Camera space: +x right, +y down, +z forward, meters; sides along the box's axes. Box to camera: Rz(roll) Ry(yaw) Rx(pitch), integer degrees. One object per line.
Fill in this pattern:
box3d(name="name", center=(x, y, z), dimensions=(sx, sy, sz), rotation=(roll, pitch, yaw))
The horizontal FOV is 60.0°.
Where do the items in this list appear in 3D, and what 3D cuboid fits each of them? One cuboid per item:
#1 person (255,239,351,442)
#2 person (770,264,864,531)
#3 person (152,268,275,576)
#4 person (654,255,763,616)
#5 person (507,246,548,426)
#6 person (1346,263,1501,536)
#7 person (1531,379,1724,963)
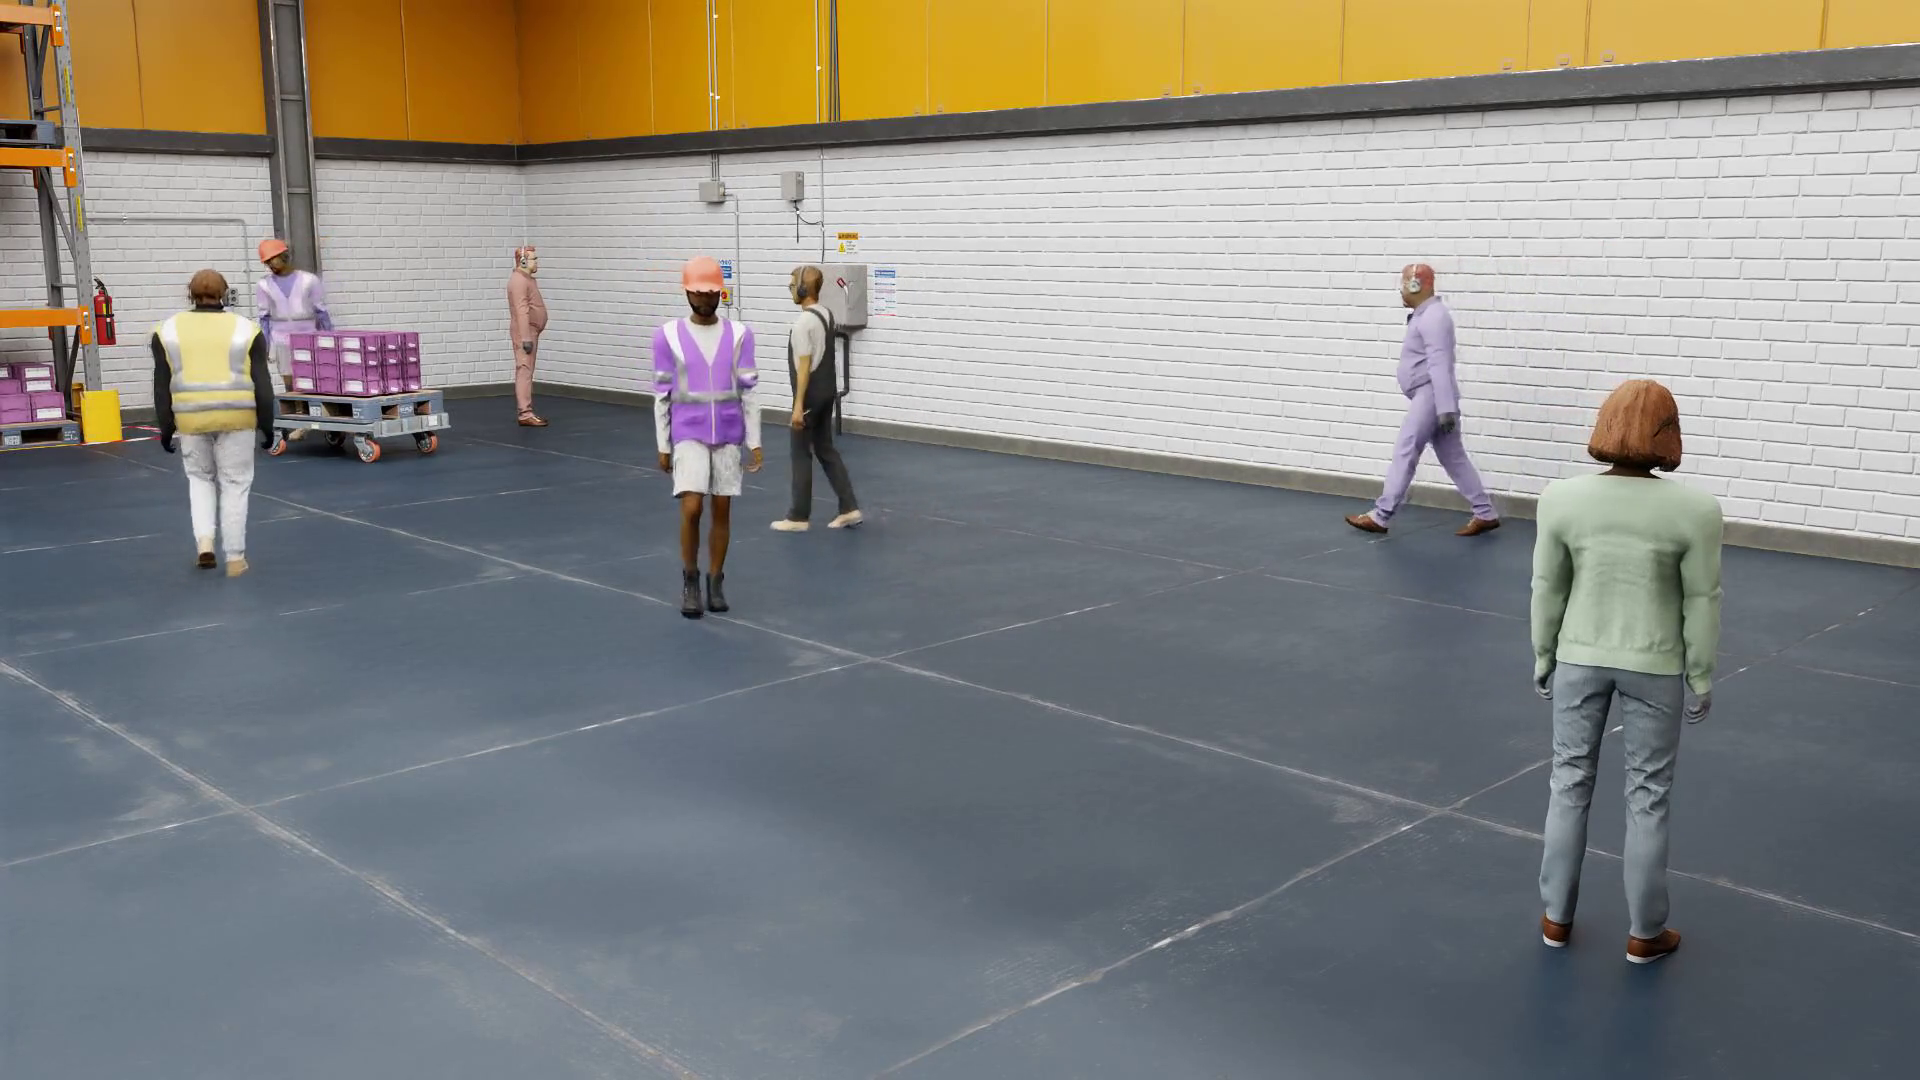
box3d(name="person", center=(-6.468, -1.951, 16.329), dimensions=(0.763, 1.988, 0.515), rotation=(-3, 11, -14))
box3d(name="person", center=(-0.995, -0.952, 11.349), dimensions=(0.506, 1.855, 0.529), rotation=(4, 11, 20))
box3d(name="person", center=(-4.407, -0.689, 9.883), dimensions=(0.648, 1.826, 0.448), rotation=(-3, 11, -13))
box3d(name="person", center=(-1.319, -0.537, 8.825), dimensions=(0.544, 1.919, 0.577), rotation=(-4, 11, -20))
box3d(name="person", center=(-4.596, -2.169, 17.734), dimensions=(0.403, 1.911, 0.637), rotation=(-2, 11, -12))
box3d(name="person", center=(3.183, -0.931, 11.185), dimensions=(1.010, 1.841, 0.703), rotation=(4, 11, 18))
box3d(name="person", center=(1.846, 0.367, 4.653), dimensions=(0.500, 1.633, 0.280), rotation=(7, 12, 32))
